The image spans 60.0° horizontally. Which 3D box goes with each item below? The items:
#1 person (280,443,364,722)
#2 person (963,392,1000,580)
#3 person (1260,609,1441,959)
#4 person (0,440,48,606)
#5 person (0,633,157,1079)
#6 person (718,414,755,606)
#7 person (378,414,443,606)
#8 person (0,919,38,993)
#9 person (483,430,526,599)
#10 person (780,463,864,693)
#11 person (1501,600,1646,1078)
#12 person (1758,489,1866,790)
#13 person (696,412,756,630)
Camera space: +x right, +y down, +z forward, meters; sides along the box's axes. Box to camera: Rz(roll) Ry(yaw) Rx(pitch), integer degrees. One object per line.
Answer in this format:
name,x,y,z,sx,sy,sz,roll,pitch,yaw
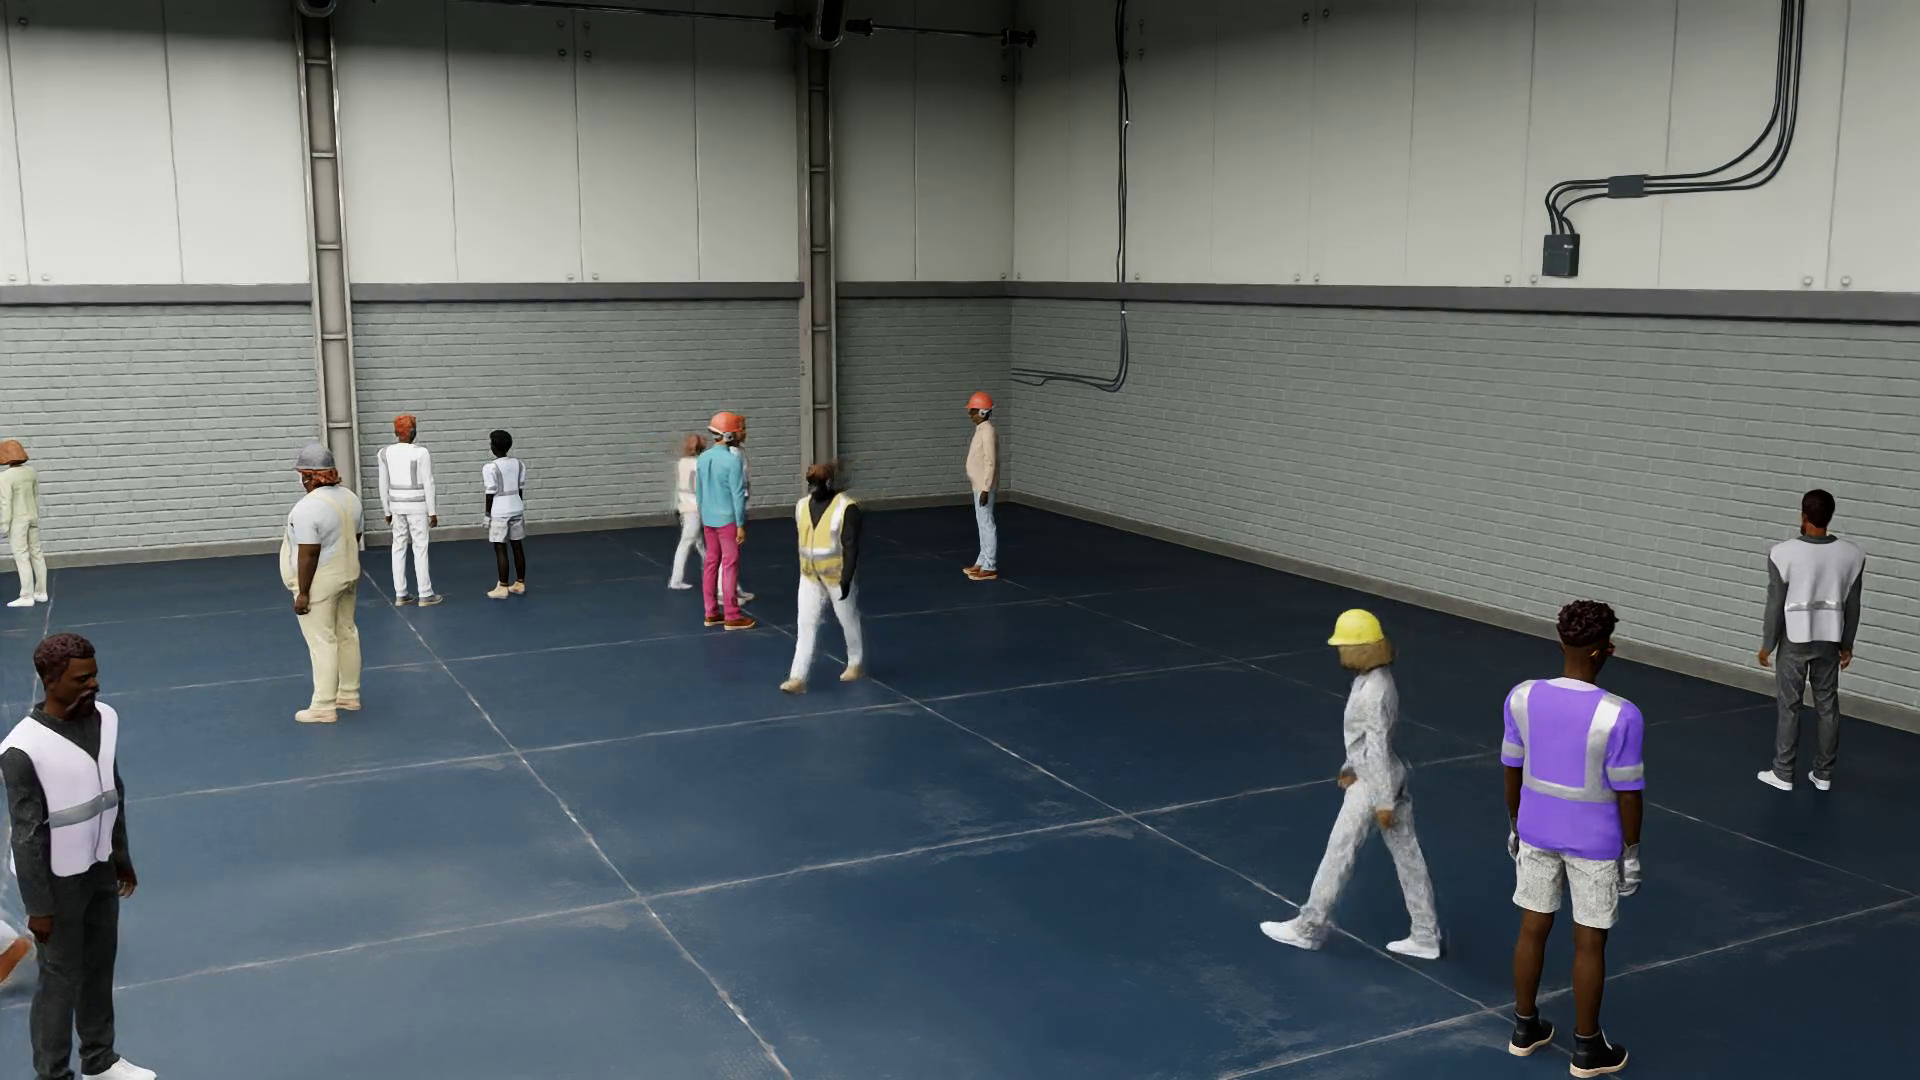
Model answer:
person,-4.693,0.301,12.175,0.539,2.000,0.688,2,9,12
person,0.239,-0.577,17.722,0.379,1.996,0.610,-1,9,-7
person,1.902,1.160,7.921,0.887,1.695,0.518,4,10,24
person,-9.204,-0.164,16.288,0.284,1.633,0.501,1,9,8
person,-3.464,1.294,6.478,0.391,1.911,0.584,1,9,5
person,-2.230,-0.304,16.384,0.337,1.882,0.585,2,9,11
person,-5.383,-0.286,16.277,0.573,1.883,0.354,2,9,14
person,-4.562,1.177,7.206,0.952,1.912,0.624,-8,12,-42
person,-4.575,-0.262,16.691,0.318,1.700,0.534,5,10,28
person,-1.048,0.289,13.054,0.626,1.797,0.966,5,10,27
person,2.510,1.208,6.815,0.367,1.966,0.607,-8,12,-41
person,5.351,0.636,10.485,0.591,1.920,0.392,0,9,2
person,-2.163,-0.178,15.266,0.612,1.994,0.395,9,13,43
